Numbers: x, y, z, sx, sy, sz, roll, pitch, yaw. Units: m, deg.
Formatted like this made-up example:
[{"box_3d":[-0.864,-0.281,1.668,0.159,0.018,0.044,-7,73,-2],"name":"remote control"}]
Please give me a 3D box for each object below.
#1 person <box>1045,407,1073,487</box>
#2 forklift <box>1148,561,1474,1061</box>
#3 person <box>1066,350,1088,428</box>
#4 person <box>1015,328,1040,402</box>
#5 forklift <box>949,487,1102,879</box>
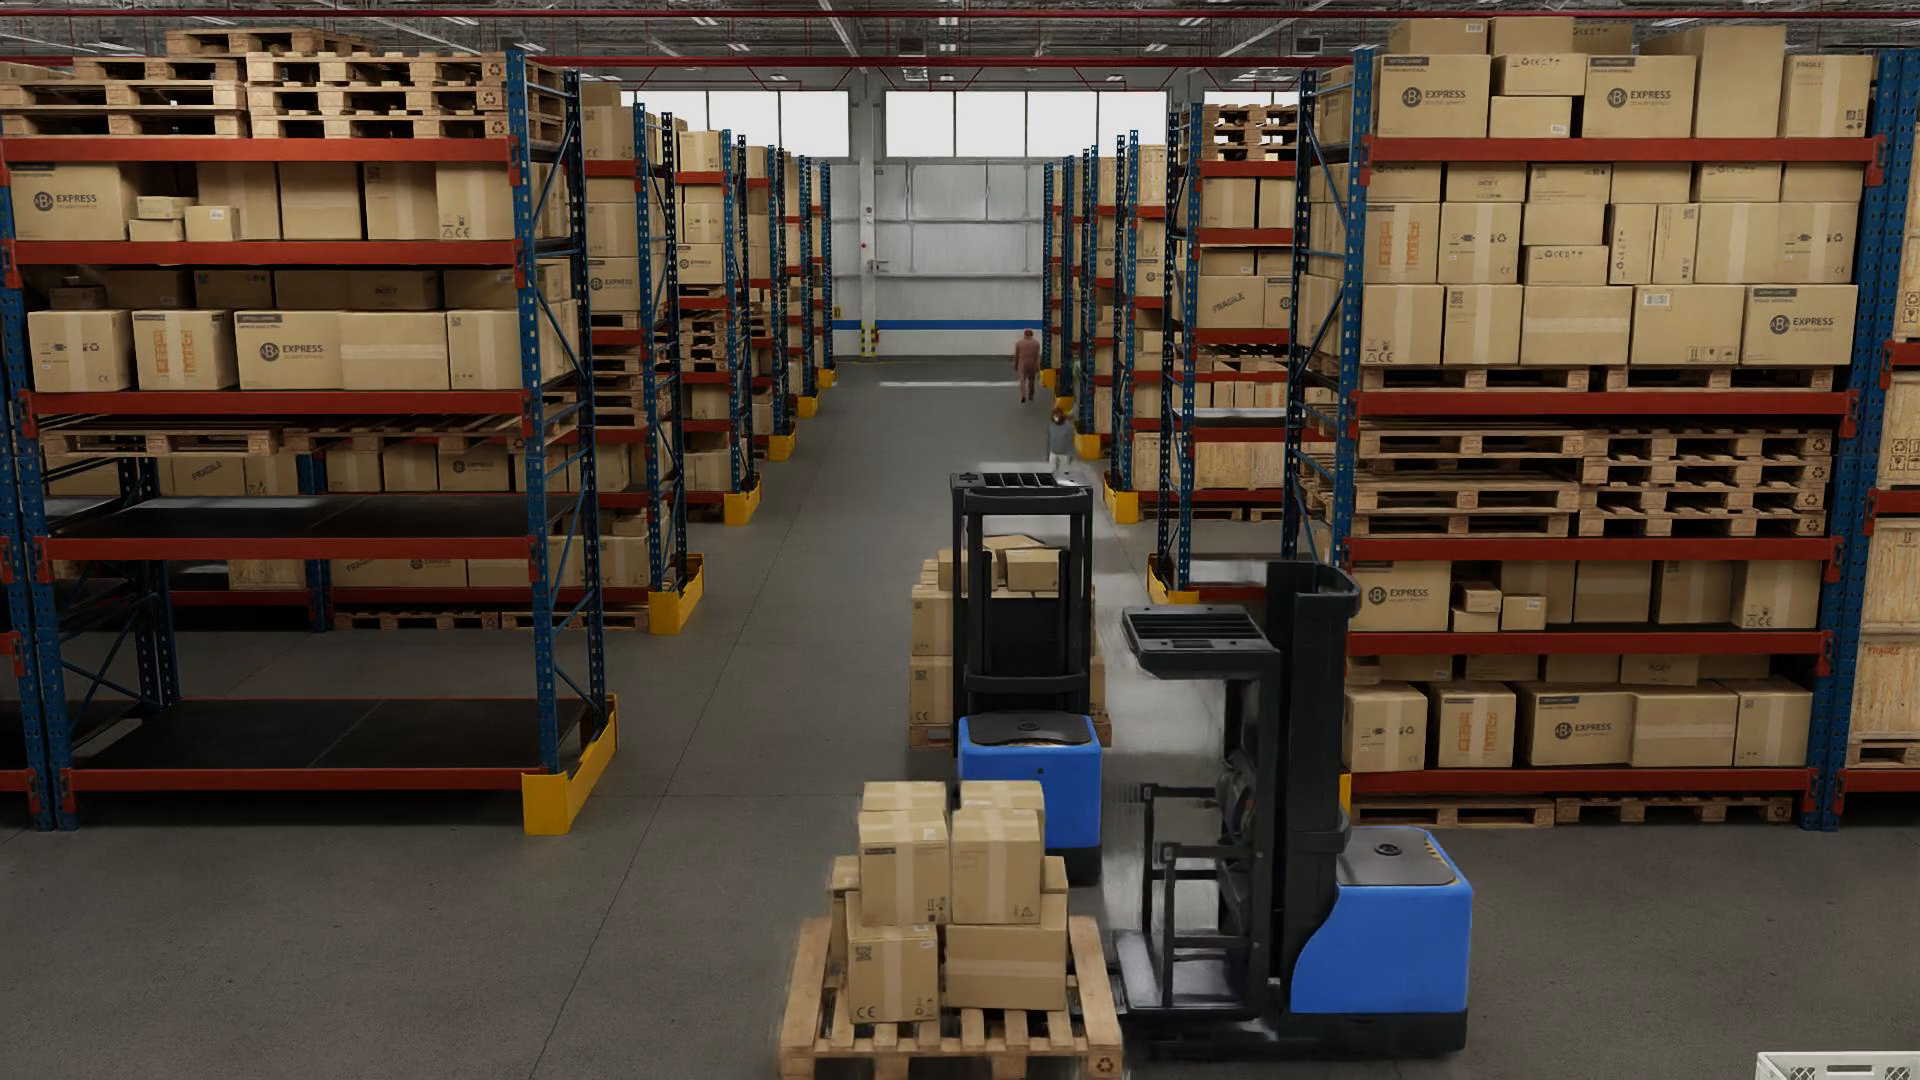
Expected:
[{"box_3d":[1.687,-1.446,27.991,0.519,1.618,0.501,6,13,26],"name":"person"},{"box_3d":[2.039,1.566,9.936,1.873,2.768,1.129,0,11,-1],"name":"forklift"},{"box_3d":[2.707,-3.380,37.187,0.846,1.794,0.573,6,13,27],"name":"person"},{"box_3d":[1.712,-4.450,42.301,0.640,1.866,0.947,0,11,1],"name":"person"},{"box_3d":[0.495,0.986,12.813,1.129,2.768,1.873,0,11,-2],"name":"forklift"}]
